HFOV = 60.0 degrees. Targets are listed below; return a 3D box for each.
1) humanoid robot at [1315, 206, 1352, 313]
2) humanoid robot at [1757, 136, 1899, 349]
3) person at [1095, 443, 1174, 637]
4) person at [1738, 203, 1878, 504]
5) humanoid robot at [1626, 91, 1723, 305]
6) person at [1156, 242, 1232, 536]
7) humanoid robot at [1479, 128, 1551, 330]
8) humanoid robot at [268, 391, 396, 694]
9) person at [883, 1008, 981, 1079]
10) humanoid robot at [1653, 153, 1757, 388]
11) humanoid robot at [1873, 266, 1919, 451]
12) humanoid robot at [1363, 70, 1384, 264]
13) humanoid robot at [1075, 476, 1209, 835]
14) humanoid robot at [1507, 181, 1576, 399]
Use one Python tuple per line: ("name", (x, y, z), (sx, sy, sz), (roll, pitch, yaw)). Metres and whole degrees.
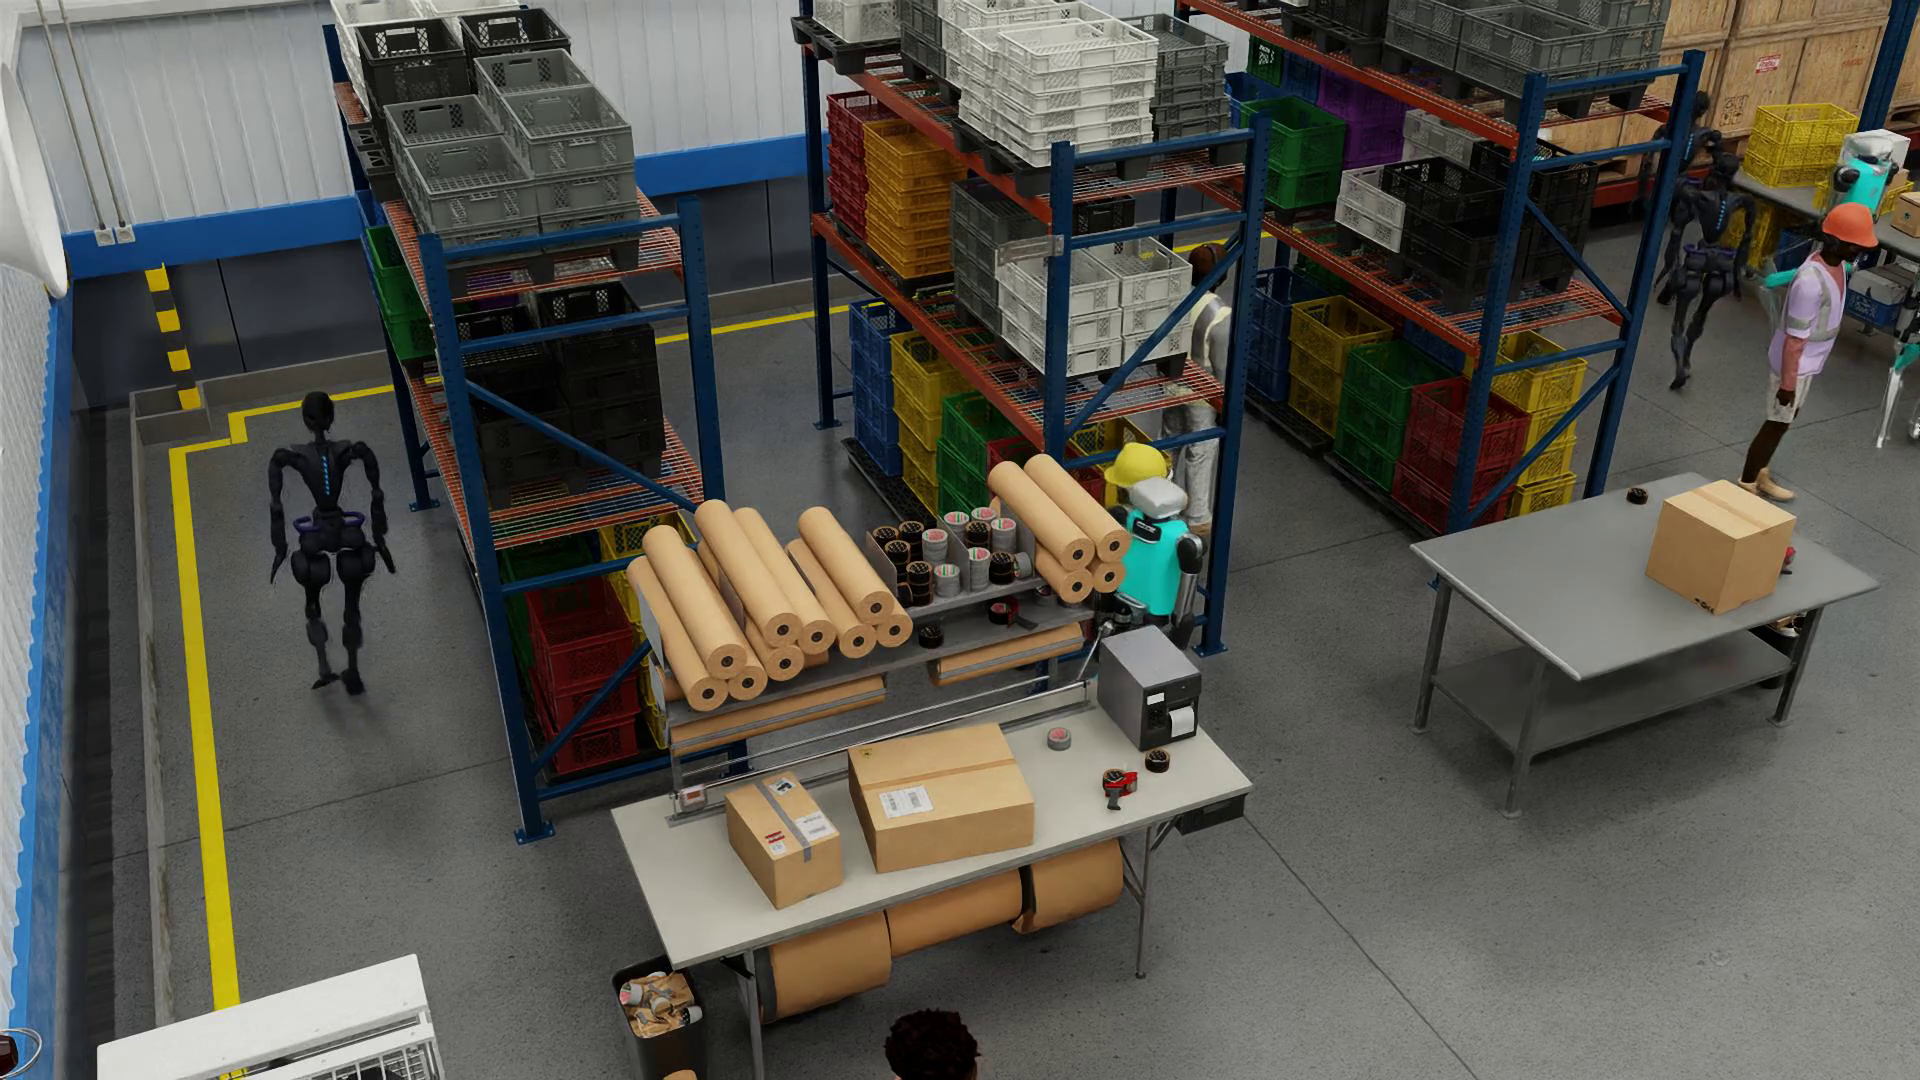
("humanoid robot", (2.865, -2.458, 12.625), (0.333, 1.638, 0.608), (16, 35, 24))
("humanoid robot", (6.131, -2.059, 11.950), (0.547, 1.822, 0.750), (-14, 34, -22))
("person", (0.837, 0.352, 7.911), (0.404, 1.827, 0.590), (-4, 32, -6))
("person", (5.092, -1.067, 10.031), (0.405, 2.031, 0.608), (22, 38, 32))
("humanoid robot", (5.565, -2.677, 12.997), (0.593, 1.635, 0.629), (8, 32, 12))
("person", (1.409, -0.896, 9.926), (0.430, 1.843, 0.624), (-20, 37, -29))
("humanoid robot", (3.786, -2.157, 12.024), (0.690, 1.743, 0.534), (18, 36, 27))
("humanoid robot", (-3.246, 0.045, 8.566), (0.639, 1.623, 0.489), (-15, 35, -22))
("person", (-0.090, 2.116, 4.915), (0.367, 1.966, 0.601), (6, 32, 10))
("humanoid robot", (5.268, -1.889, 11.729), (0.596, 1.640, 0.708), (4, 32, 7))
("humanoid robot", (6.381, -1.379, 10.800), (0.558, 1.751, 0.843), (17, 35, 25))
("humanoid robot", (3.377, -2.829, 13.183), (0.669, 1.807, 0.547), (9, 33, 14))
("humanoid robot", (0.662, 0.609, 7.560), (0.855, 1.734, 0.565), (-24, 39, -34))
("humanoid robot", (3.954, -1.642, 11.302), (0.332, 1.655, 0.612), (28, 41, 37))
